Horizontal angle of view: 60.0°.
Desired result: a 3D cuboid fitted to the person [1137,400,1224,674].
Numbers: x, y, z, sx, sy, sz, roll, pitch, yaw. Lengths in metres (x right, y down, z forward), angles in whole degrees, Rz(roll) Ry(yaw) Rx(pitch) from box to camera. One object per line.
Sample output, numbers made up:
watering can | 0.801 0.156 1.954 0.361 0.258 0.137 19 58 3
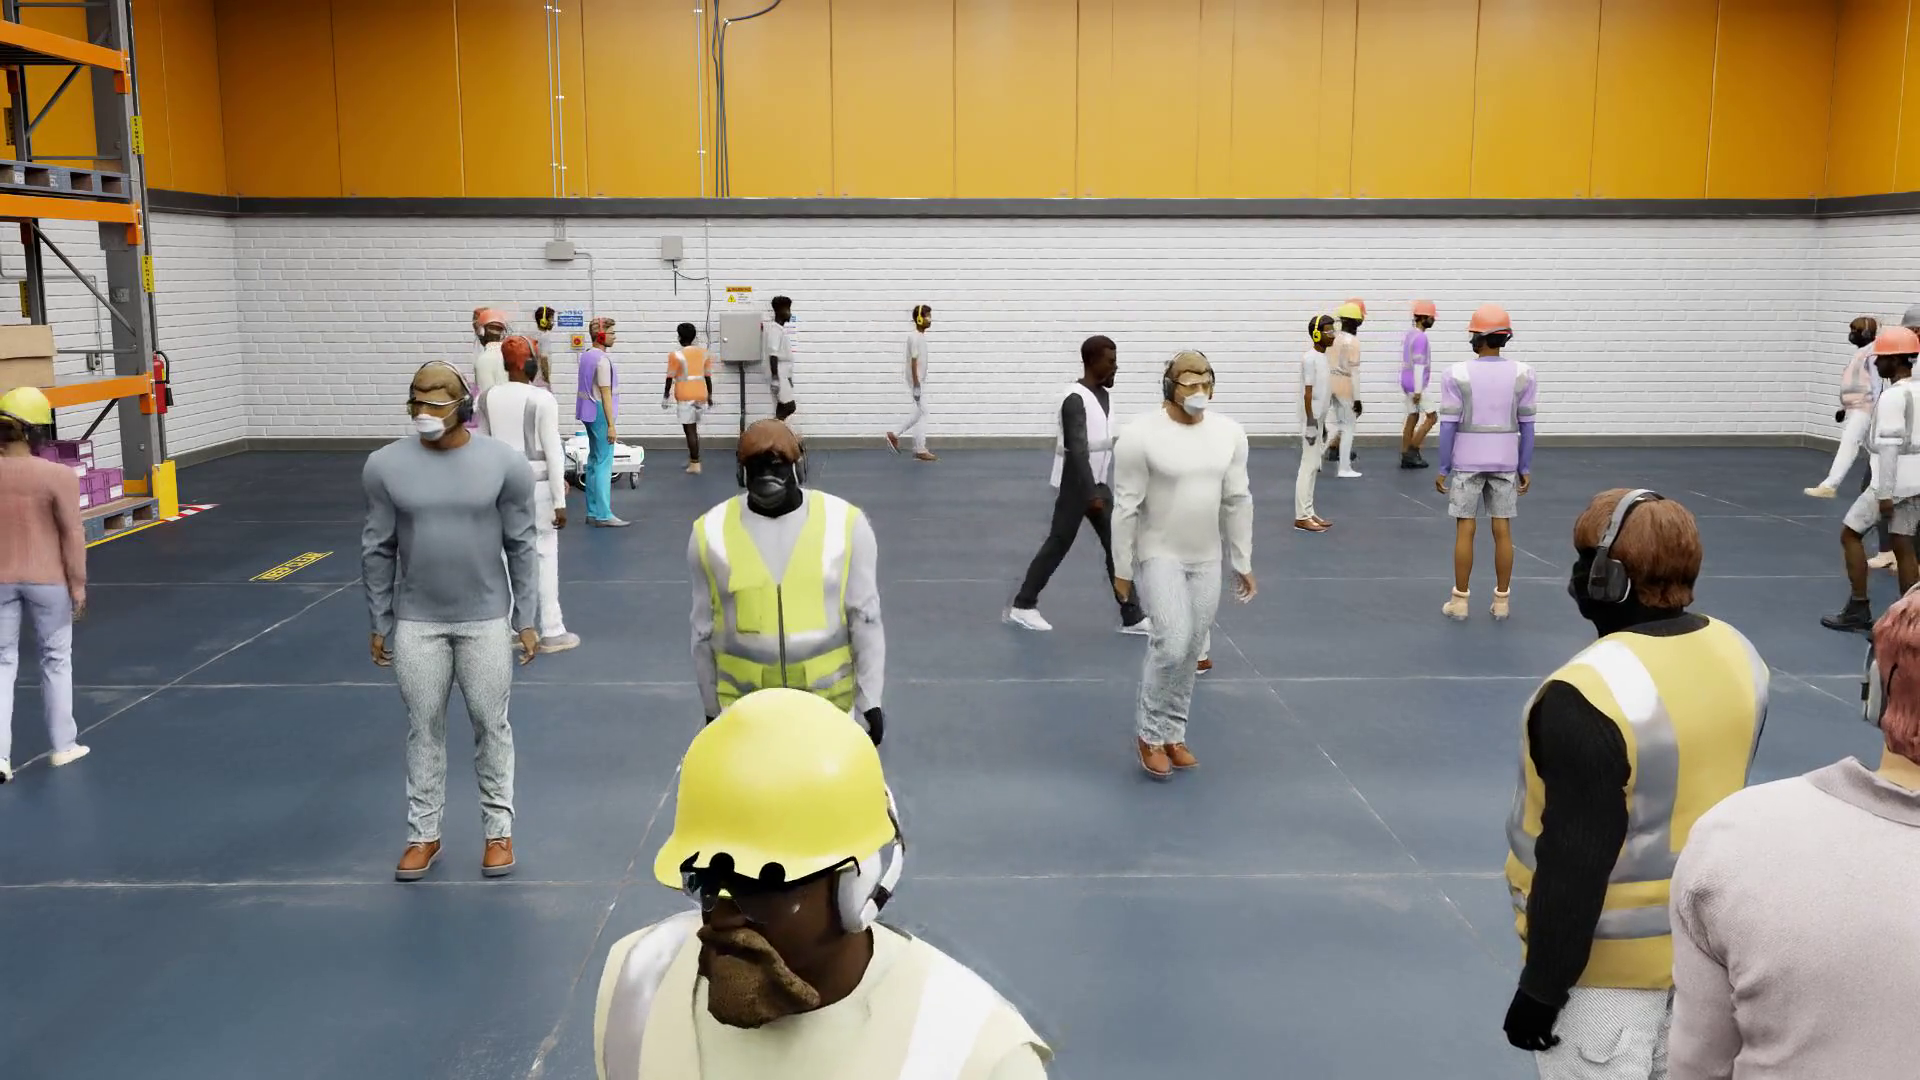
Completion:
person | 1.230 -0.059 9.316 0.499 1.633 0.286 1 9 7

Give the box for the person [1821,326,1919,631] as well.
person | 5.713 -0.362 10.331 0.549 1.917 0.652 -6 11 -34

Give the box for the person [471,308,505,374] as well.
person | -5.244 -1.623 18.292 0.580 1.835 0.968 8 12 39

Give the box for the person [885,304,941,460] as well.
person | -0.553 -1.859 19.677 0.585 1.853 0.549 1 9 5

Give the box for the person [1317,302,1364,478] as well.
person | 4.115 -1.610 18.005 0.518 1.910 0.587 -3 10 -20

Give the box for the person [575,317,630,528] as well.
person | -3.172 -1.031 14.625 0.373 1.843 0.571 -5 11 -29

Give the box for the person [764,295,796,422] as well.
person | -2.176 -2.000 20.230 0.418 1.950 0.619 -1 9 -3

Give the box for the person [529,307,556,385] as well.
person | -5.024 -1.822 19.595 0.645 1.828 0.797 9 13 43

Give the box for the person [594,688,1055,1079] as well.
person | -0.199 1.059 1.883 0.619 1.819 0.497 4 10 22

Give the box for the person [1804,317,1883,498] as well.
person | 8.940 -1.296 16.410 0.940 1.803 0.642 3 10 15

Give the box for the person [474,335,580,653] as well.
person | -2.573 -0.268 9.845 0.581 1.883 0.369 4 10 21

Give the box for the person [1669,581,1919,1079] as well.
person | 1.236 0.976 2.142 0.409 1.908 0.639 -7 12 -36

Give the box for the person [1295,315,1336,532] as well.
person | 3.107 -1.018 14.473 0.334 1.873 0.521 4 10 25

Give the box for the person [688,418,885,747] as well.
person | -0.564 0.492 5.442 0.625 1.810 0.929 -1 9 -5

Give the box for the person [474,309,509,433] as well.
person | -3.949 -0.969 14.025 1.036 1.921 0.603 3 10 20

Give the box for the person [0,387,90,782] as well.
person | -4.183 0.213 7.409 0.549 1.764 0.677 -2 9 -10

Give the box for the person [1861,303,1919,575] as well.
person | 7.043 -0.748 12.298 0.702 2.000 0.541 -3 10 -19

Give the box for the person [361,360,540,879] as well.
person | -1.885 0.300 6.189 0.634 1.936 0.351 -1 9 -7

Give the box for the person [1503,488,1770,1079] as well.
person | 1.310 0.812 3.340 0.619 1.845 0.430 -7 12 -36

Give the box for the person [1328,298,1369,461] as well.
person | 4.584 -1.872 19.556 0.518 1.916 0.588 0 9 2

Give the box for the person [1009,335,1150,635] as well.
person | 0.769 -0.334 10.314 1.014 1.870 0.607 5 11 29

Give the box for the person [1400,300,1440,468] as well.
person | 5.214 -1.752 18.839 0.422 1.922 0.542 0 9 0

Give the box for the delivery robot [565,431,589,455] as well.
delivery robot | -4.006 -0.912 17.563 0.477 0.478 0.707 9 13 43

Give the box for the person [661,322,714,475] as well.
person | -3.051 -1.572 18.451 0.677 1.667 0.553 8 12 41

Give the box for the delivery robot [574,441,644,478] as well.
delivery robot | -3.622 -0.847 17.160 0.707 0.478 0.477 -2 9 -13

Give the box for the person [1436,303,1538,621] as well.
person | 3.376 -0.493 10.717 0.612 2.047 0.361 1 9 4

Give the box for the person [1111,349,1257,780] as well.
person | 0.999 0.118 7.390 0.630 1.919 0.565 -4 10 -25
